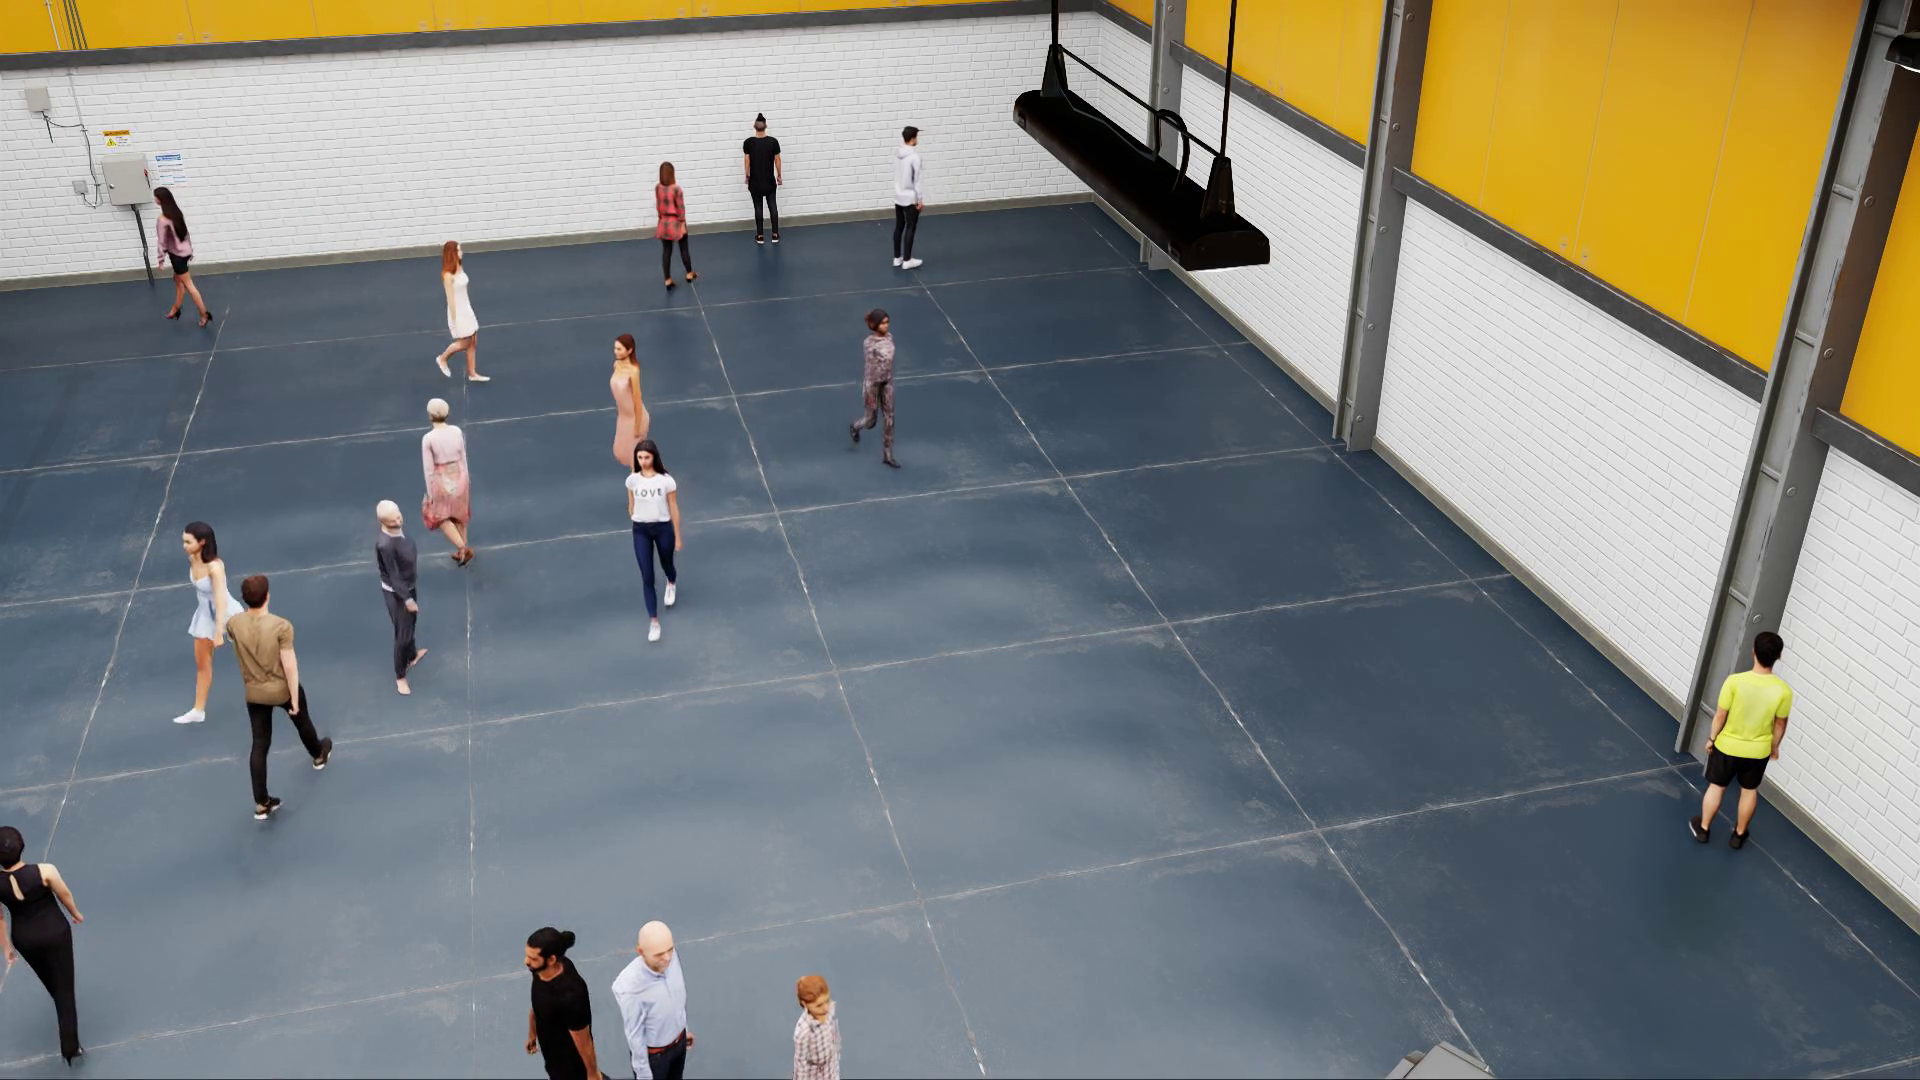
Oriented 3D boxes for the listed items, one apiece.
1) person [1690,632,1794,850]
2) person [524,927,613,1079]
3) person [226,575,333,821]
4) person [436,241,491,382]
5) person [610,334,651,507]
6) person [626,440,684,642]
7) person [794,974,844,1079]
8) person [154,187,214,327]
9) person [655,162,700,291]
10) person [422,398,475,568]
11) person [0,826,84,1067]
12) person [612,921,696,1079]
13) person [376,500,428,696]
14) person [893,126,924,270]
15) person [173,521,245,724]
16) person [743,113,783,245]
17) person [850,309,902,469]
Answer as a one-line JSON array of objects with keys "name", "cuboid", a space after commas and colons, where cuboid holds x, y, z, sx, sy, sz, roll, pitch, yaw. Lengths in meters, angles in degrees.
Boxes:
[{"name": "person", "cuboid": [5.528, 1.418, 11.721, 0.700, 1.707, 0.708, 9, 30, 16]}, {"name": "person", "cuboid": [-2.085, 2.808, 9.172, 0.941, 1.708, 1.168, -16, 33, -27]}, {"name": "person", "cuboid": [-5.051, 1.163, 12.089, 0.921, 1.801, 1.328, 1, 29, 2]}, {"name": "person", "cuboid": [-5.816, -2.598, 19.095, 0.846, 1.697, 0.864, 7, 29, 12]}, {"name": "person", "cuboid": [-3.152, -1.199, 16.397, 0.815, 1.824, 0.747, -22, 35, -34]}, {"name": "person", "cuboid": [-2.626, -0.070, 14.413, 0.798, 1.740, 1.189, 0, 29, -1]}, {"name": "person", "cuboid": [-0.860, 2.931, 9.374, 0.865, 1.299, 0.801, 16, 32, 26]}, {"name": "person", "cuboid": [-9.593, -3.477, 20.611, 0.903, 1.787, 0.940, 3, 29, 6]}, {"name": "person", "cuboid": [-3.828, -4.111, 21.877, 0.896, 1.687, 0.976, 13, 31, 22]}, {"name": "person", "cuboid": [-4.645, -0.473, 15.220, 0.858, 1.677, 0.786, 24, 37, 37]}, {"name": "person", "cuboid": [-5.508, 2.452, 9.982, 0.594, 1.557, 1.027, -9, 30, -15]}, {"name": "person", "cuboid": [-1.647, 2.793, 9.115, 0.792, 1.789, 0.713, 13, 31, 22]}, {"name": "person", "cuboid": [-4.610, 0.360, 13.667, 0.934, 1.701, 0.531, -11, 30, -19]}, {"name": "person", "cuboid": [-0.734, -4.663, 22.650, 0.759, 1.916, 0.868, 25, 37, 38]}, {"name": "person", "cuboid": [-5.787, 0.608, 13.245, 1.158, 1.669, 1.160, 18, 34, 30]}, {"name": "person", "cuboid": [-2.799, -5.149, 23.597, 0.695, 1.863, 0.585, -6, 29, -10]}, {"name": "person", "cuboid": [-0.897, -1.588, 17.244, 0.859, 1.694, 1.062, -24, 36, -36]}]
